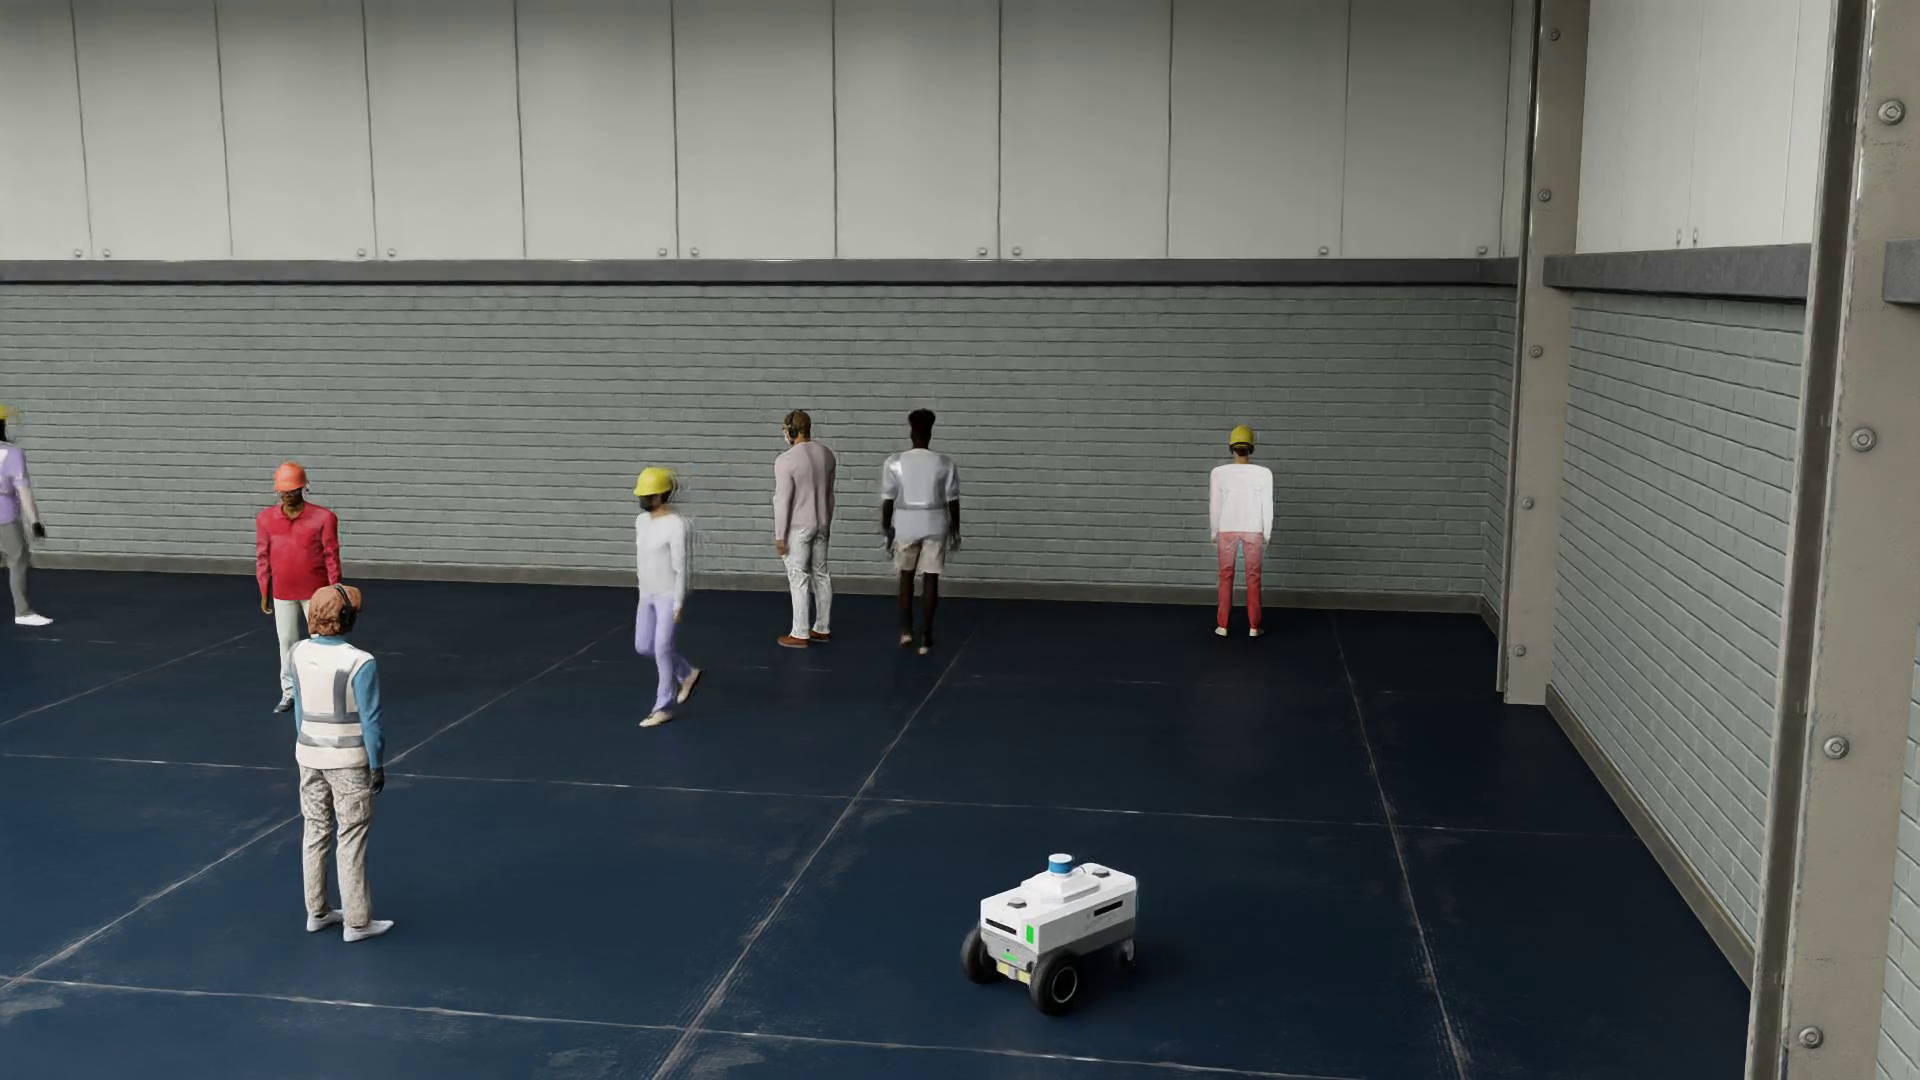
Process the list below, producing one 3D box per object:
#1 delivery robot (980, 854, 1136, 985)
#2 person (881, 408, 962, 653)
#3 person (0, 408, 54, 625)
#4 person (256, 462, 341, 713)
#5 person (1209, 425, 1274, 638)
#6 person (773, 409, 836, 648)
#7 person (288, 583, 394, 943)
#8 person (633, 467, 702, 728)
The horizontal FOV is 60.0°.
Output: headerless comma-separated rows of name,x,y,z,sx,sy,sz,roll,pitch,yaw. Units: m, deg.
delivery robot,0.425,1.576,7.057,0.707,0.478,0.477,-9,13,-42
person,-0.299,-0.084,13.324,0.617,1.937,0.638,1,9,6
person,-8.220,-0.202,14.233,0.864,1.891,0.429,2,9,14
person,-4.530,0.330,11.381,0.568,1.744,0.358,-1,9,-3
person,2.315,-0.064,13.729,0.525,1.772,0.309,2,9,10
person,-1.257,-0.085,13.387,0.376,1.930,0.631,7,12,39
person,-2.819,1.008,7.546,0.509,1.629,0.315,4,10,24
person,-1.953,0.366,11.136,0.522,1.750,0.508,8,12,42
